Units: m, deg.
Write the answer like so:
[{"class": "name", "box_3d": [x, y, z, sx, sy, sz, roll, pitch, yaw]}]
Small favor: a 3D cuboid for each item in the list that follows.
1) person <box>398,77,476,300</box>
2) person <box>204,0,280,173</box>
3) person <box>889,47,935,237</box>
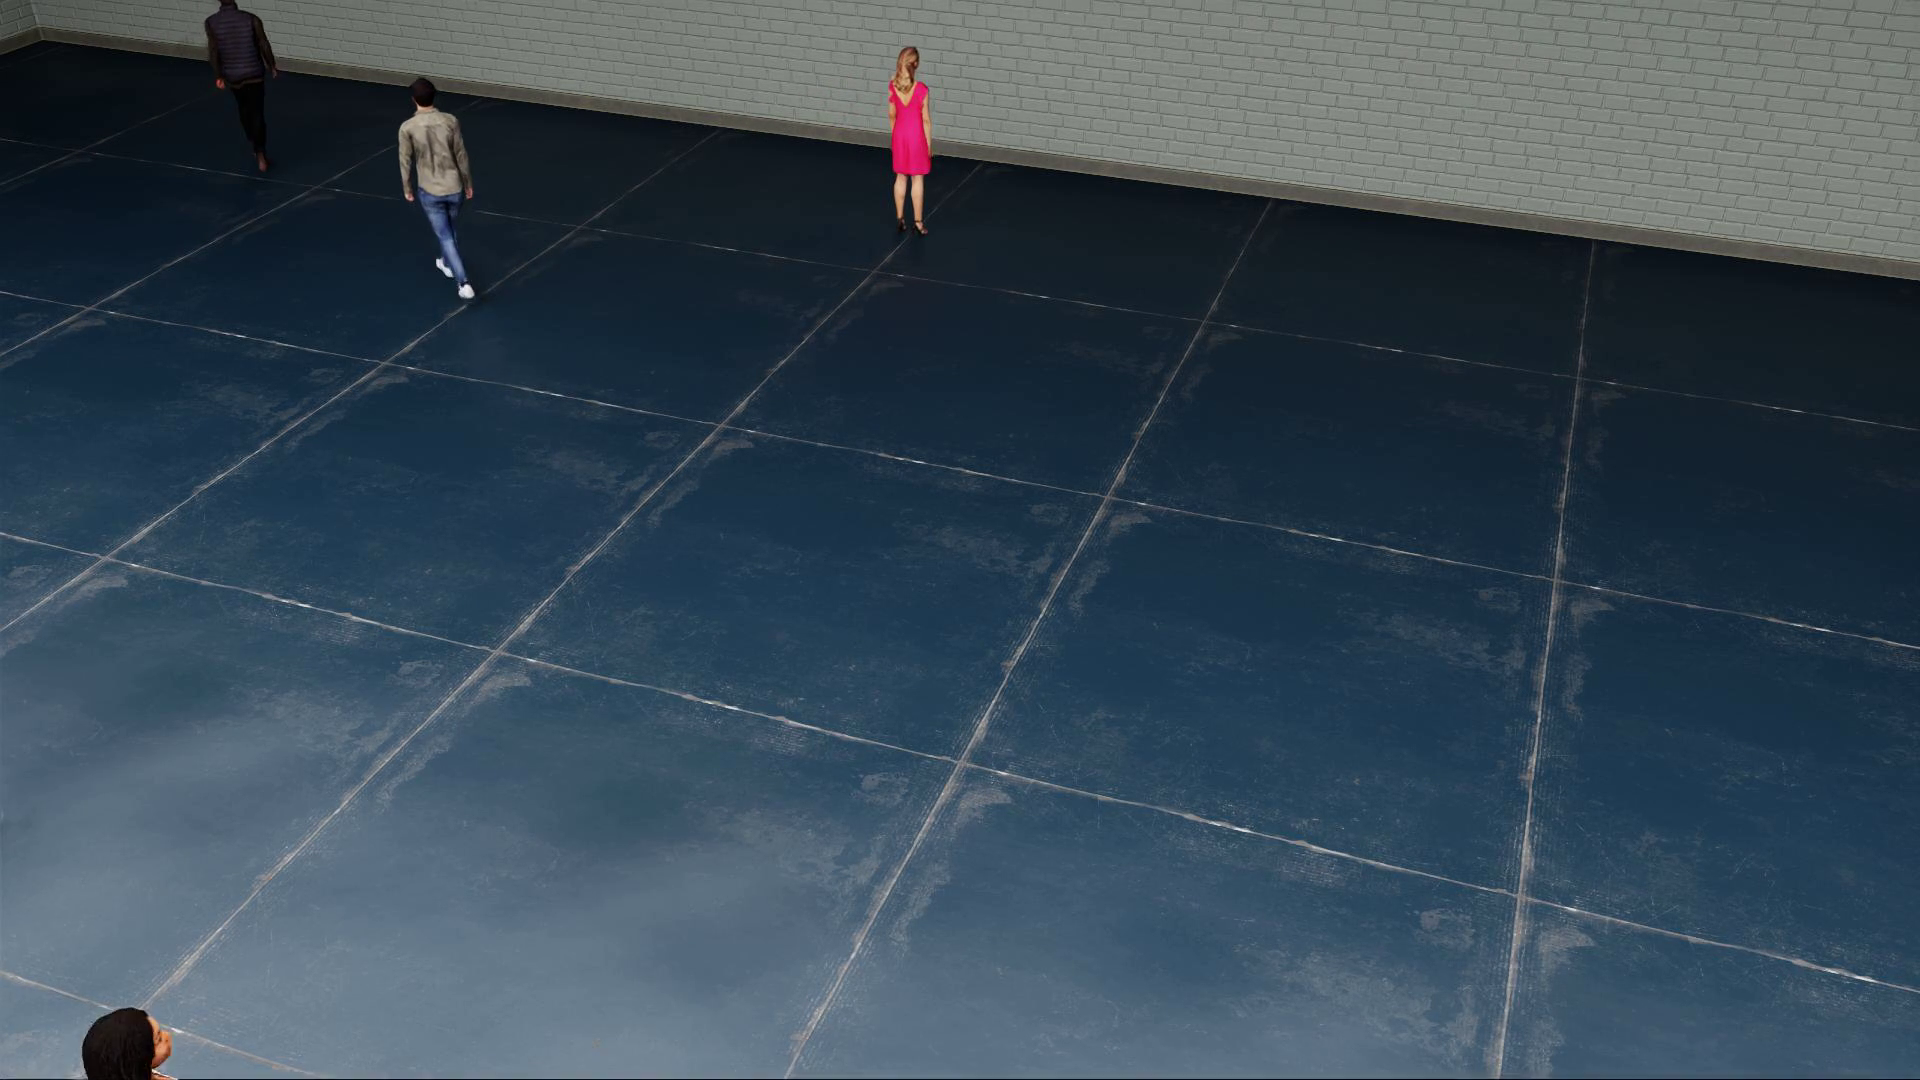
[{"class": "person", "box_3d": [-4.320, -2.883, 13.890, 1.236, 1.827, 1.202, -20, 38, -28]}, {"class": "person", "box_3d": [-7.110, -4.560, 16.483, 0.951, 1.810, 1.065, -4, 33, -6]}, {"class": "person", "box_3d": [-0.463, -3.620, 15.115, 0.603, 1.727, 0.580, 17, 37, 24]}]
